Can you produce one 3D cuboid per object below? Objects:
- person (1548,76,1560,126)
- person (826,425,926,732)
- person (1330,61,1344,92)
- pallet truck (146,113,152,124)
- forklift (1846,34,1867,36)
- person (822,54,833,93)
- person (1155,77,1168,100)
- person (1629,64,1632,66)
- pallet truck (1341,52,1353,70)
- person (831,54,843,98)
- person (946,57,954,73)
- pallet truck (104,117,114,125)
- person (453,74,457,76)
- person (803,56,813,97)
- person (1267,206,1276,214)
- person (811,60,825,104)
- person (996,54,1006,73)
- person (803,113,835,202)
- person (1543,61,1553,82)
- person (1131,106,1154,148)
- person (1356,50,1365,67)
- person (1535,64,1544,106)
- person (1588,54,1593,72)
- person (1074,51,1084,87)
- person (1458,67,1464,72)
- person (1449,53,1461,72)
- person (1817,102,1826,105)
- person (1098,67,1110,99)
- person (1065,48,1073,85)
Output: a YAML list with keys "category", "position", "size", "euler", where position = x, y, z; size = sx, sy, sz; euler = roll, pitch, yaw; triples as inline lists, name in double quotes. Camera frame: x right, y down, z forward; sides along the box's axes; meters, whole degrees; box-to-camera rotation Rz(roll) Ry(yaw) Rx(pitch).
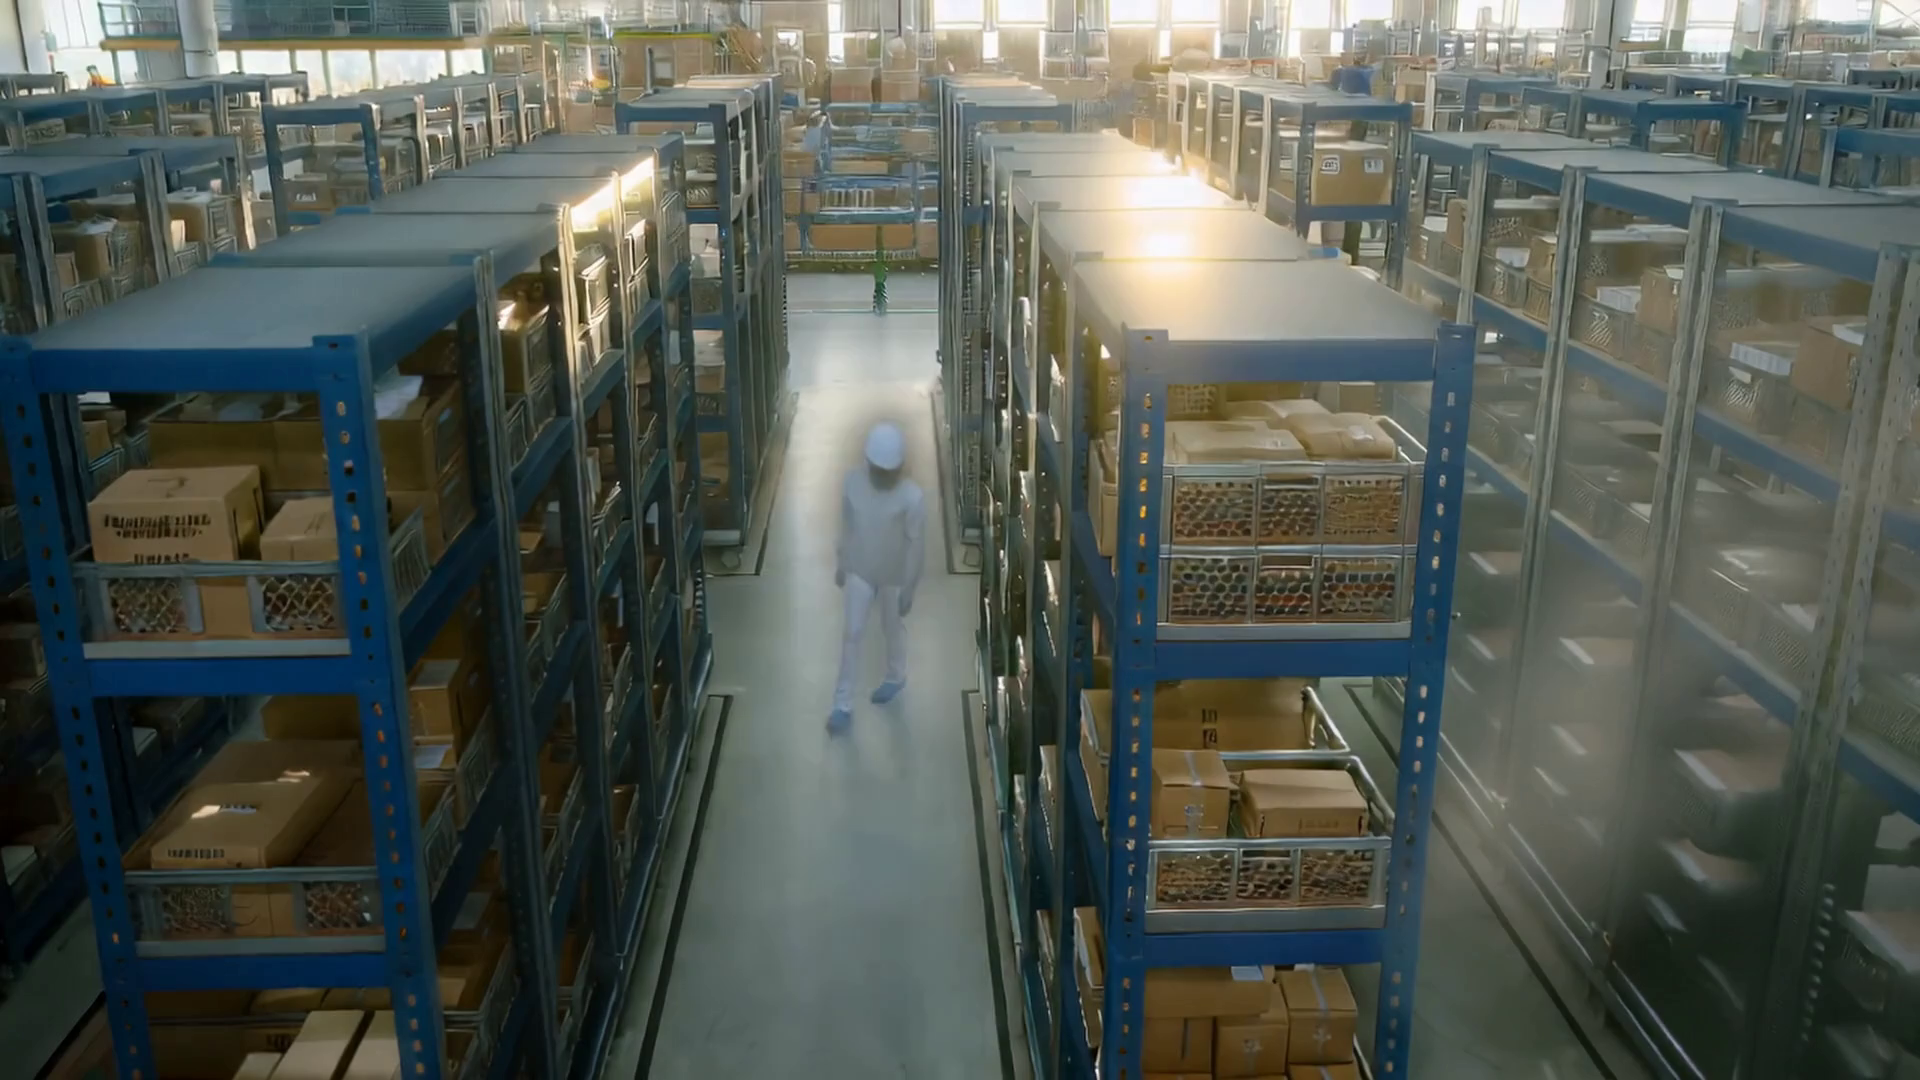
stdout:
- category: "person"
  position: [21.569, -15.942, 60.381]
  size: [0.331, 1.768, 0.526]
  euler: [-6, 19, -19]
- category: "person"
  position: [-0.526, 0.214, 10.143]
  size: [0.674, 1.913, 1.035]
  euler: [8, 19, 23]
- category: "person"
  position: [16.204, -19.621, 71.513]
  size: [0.583, 1.923, 0.406]
  euler: [4, 18, 11]
- category: "pallet truck"
  position: [-18.087, -8.309, 36.390]
  size: [1.885, 1.965, 0.823]
  euler: [-1, 18, -4]
- category: "forklift"
  position: [44.079, -23.555, 82.154]
  size: [1.129, 2.768, 1.873]
  euler: [-1, 18, -3]
- category: "person"
  position: [-6.556, -23.110, 82.371]
  size: [0.585, 1.882, 0.337]
  euler: [15, 23, 39]
- category: "person"
  position: [6.828, -14.692, 56.275]
  size: [0.544, 1.924, 0.444]
  euler: [12, 21, 33]
- category: "person"
  position: [32.154, -22.518, 80.454]
  size: [0.631, 1.940, 0.372]
  euler: [-2, 18, -5]
- category: "pallet truck"
  position: [18.794, -23.123, 82.231]
  size: [0.823, 1.965, 1.885]
  euler: [-13, 22, -35]
- category: "person"
  position: [-5.785, -21.837, 78.271]
  size: [0.608, 1.987, 0.388]
  euler: [-13, 22, -35]
- category: "person"
  position: [-0.455, -21.274, 76.653]
  size: [0.379, 1.911, 0.589]
  euler: [10, 20, 28]
- category: "pallet truck"
  position: [-18.367, -7.885, 35.078]
  size: [1.885, 1.965, 0.823]
  euler: [1, 18, 2]
- category: "person"
  position: [-18.267, -16.018, 60.513]
  size: [0.430, 1.825, 0.550]
  euler: [2, 18, 7]
- category: "person"
  position: [-7.206, -21.911, 78.655]
  size: [0.548, 1.879, 1.001]
  euler: [-7, 19, -20]
- category: "person"
  position: [4.166, -3.688, 22.471]
  size: [0.567, 1.745, 0.559]
  euler: [0, 18, 0]
- category: "person"
  position: [-6.216, -20.096, 73.018]
  size: [0.637, 1.892, 0.723]
  euler: [15, 23, 39]
- category: "person"
  position: [2.007, -23.841, 84.745]
  size: [0.784, 1.811, 0.649]
  euler: [-5, 19, -15]
- category: "person"
  position: [-3.172, -8.393, 36.663]
  size: [0.687, 1.997, 0.655]
  euler: [4, 18, 13]
- category: "person"
  position: [25.398, -19.746, 71.963]
  size: [0.337, 1.882, 0.584]
  euler: [17, 24, 42]
- category: "person"
  position: [4.653, -10.136, 42.360]
  size: [0.592, 1.805, 0.801]
  euler: [0, 18, -2]
- category: "person"
  position: [21.111, -24.932, 87.942]
  size: [0.593, 1.926, 0.366]
  euler: [-12, 21, -32]
- category: "person"
  position: [24.088, -18.865, 69.285]
  size: [0.512, 1.860, 0.325]
  euler: [-9, 20, -26]
- category: "person"
  position: [34.867, -26.189, 91.873]
  size: [0.689, 1.906, 0.596]
  euler: [-8, 20, -23]
- category: "person"
  position: [6.289, -24.820, 87.696]
  size: [0.535, 1.864, 0.309]
  euler: [-4, 18, -12]
- category: "person"
  position: [19.281, -17.559, 65.124]
  size: [0.782, 1.931, 0.623]
  euler: [0, 18, 1]
- category: "person"
  position: [24.228, -22.858, 81.341]
  size: [1.043, 2.000, 0.706]
  euler: [7, 19, 21]
- category: "person"
  position: [21.975, -10.316, 42.703]
  size: [0.548, 1.931, 0.379]
  euler: [7, 19, 20]
- category: "person"
  position: [6.129, -18.970, 69.818]
  size: [0.508, 1.709, 0.798]
  euler: [-12, 22, -34]
- category: "person"
  position: [5.947, -25.842, 90.736]
  size: [0.455, 1.933, 0.622]
  euler: [-1, 18, -4]
